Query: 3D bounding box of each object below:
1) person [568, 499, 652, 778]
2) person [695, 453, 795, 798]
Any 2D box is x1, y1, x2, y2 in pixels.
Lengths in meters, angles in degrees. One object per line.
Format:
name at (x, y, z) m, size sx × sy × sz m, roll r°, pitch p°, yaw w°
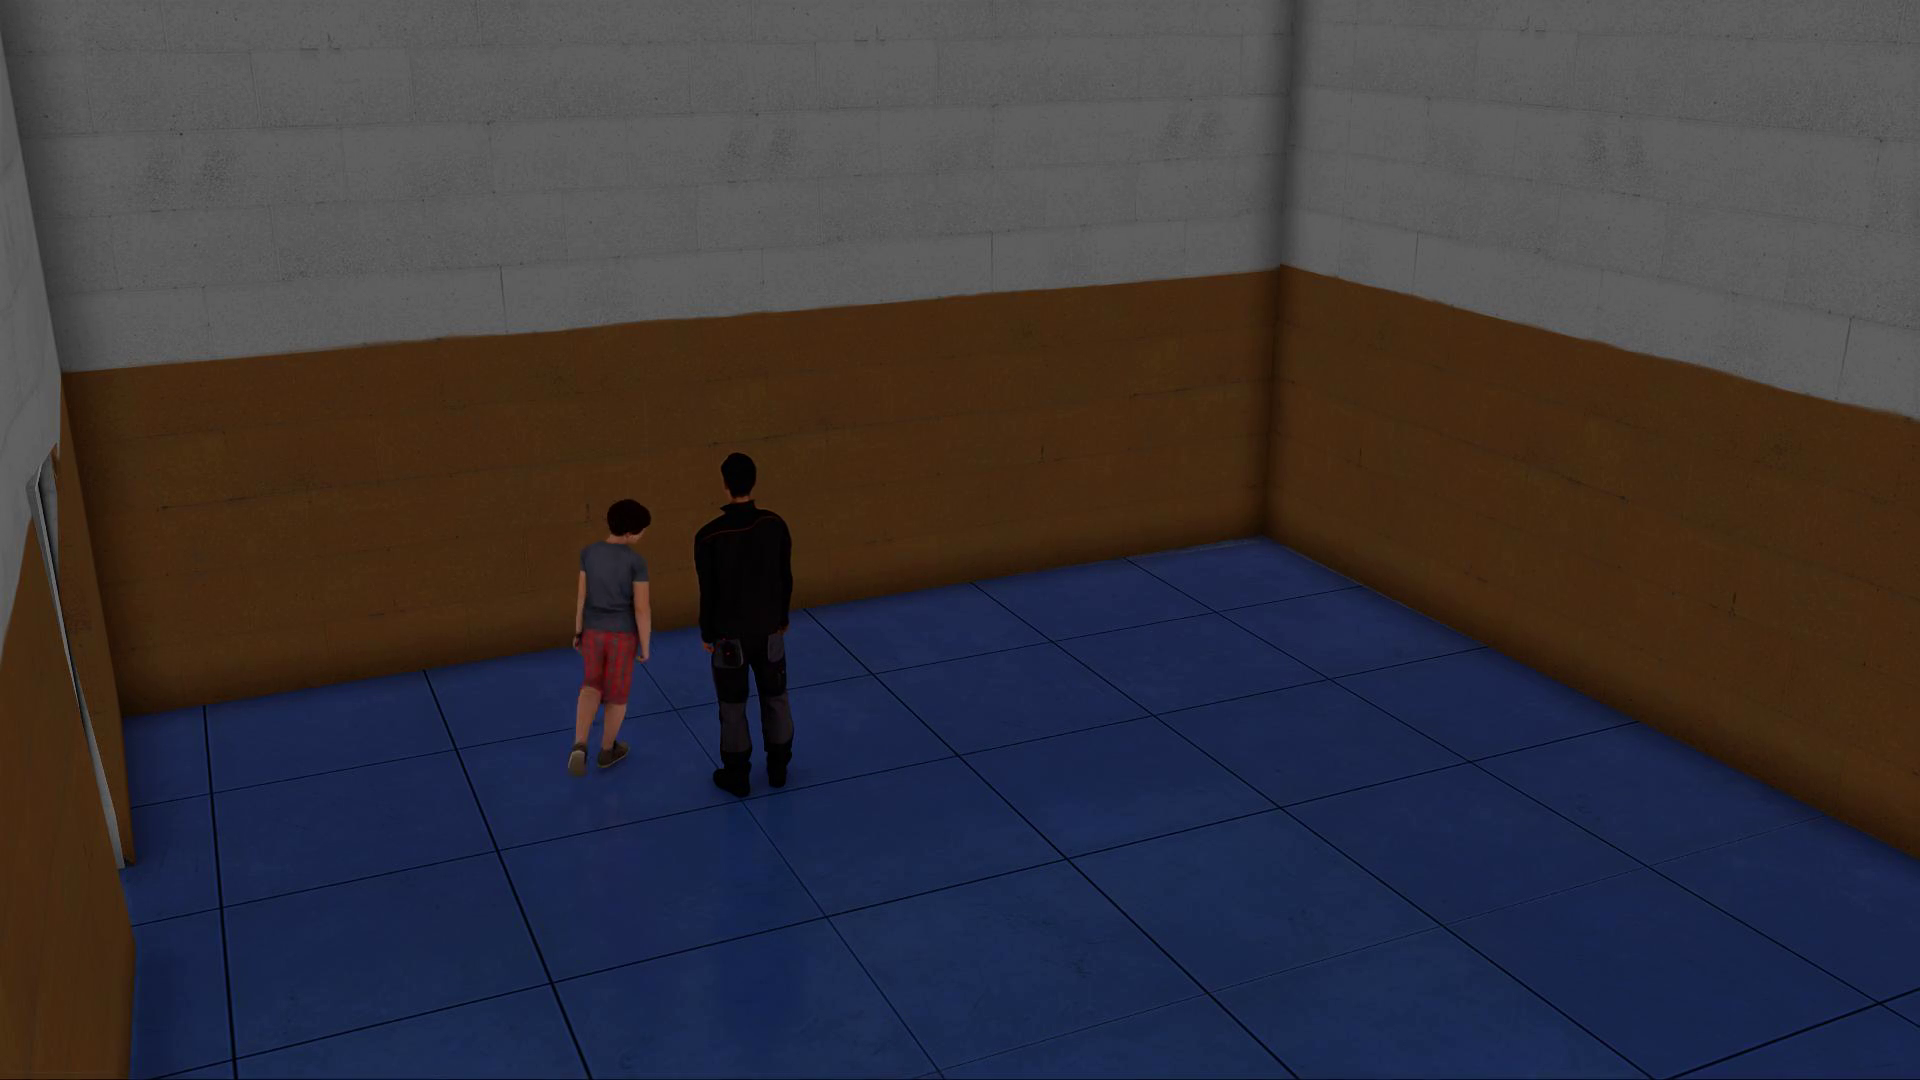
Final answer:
person at (-1.960, 0.591, 9.231) m, size 0.944 × 1.609 × 0.967 m, roll 2°, pitch 19°, yaw 6°
person at (-1.169, 0.458, 9.117) m, size 0.527 × 1.946 × 0.760 m, roll -10°, pitch 21°, yaw -26°
